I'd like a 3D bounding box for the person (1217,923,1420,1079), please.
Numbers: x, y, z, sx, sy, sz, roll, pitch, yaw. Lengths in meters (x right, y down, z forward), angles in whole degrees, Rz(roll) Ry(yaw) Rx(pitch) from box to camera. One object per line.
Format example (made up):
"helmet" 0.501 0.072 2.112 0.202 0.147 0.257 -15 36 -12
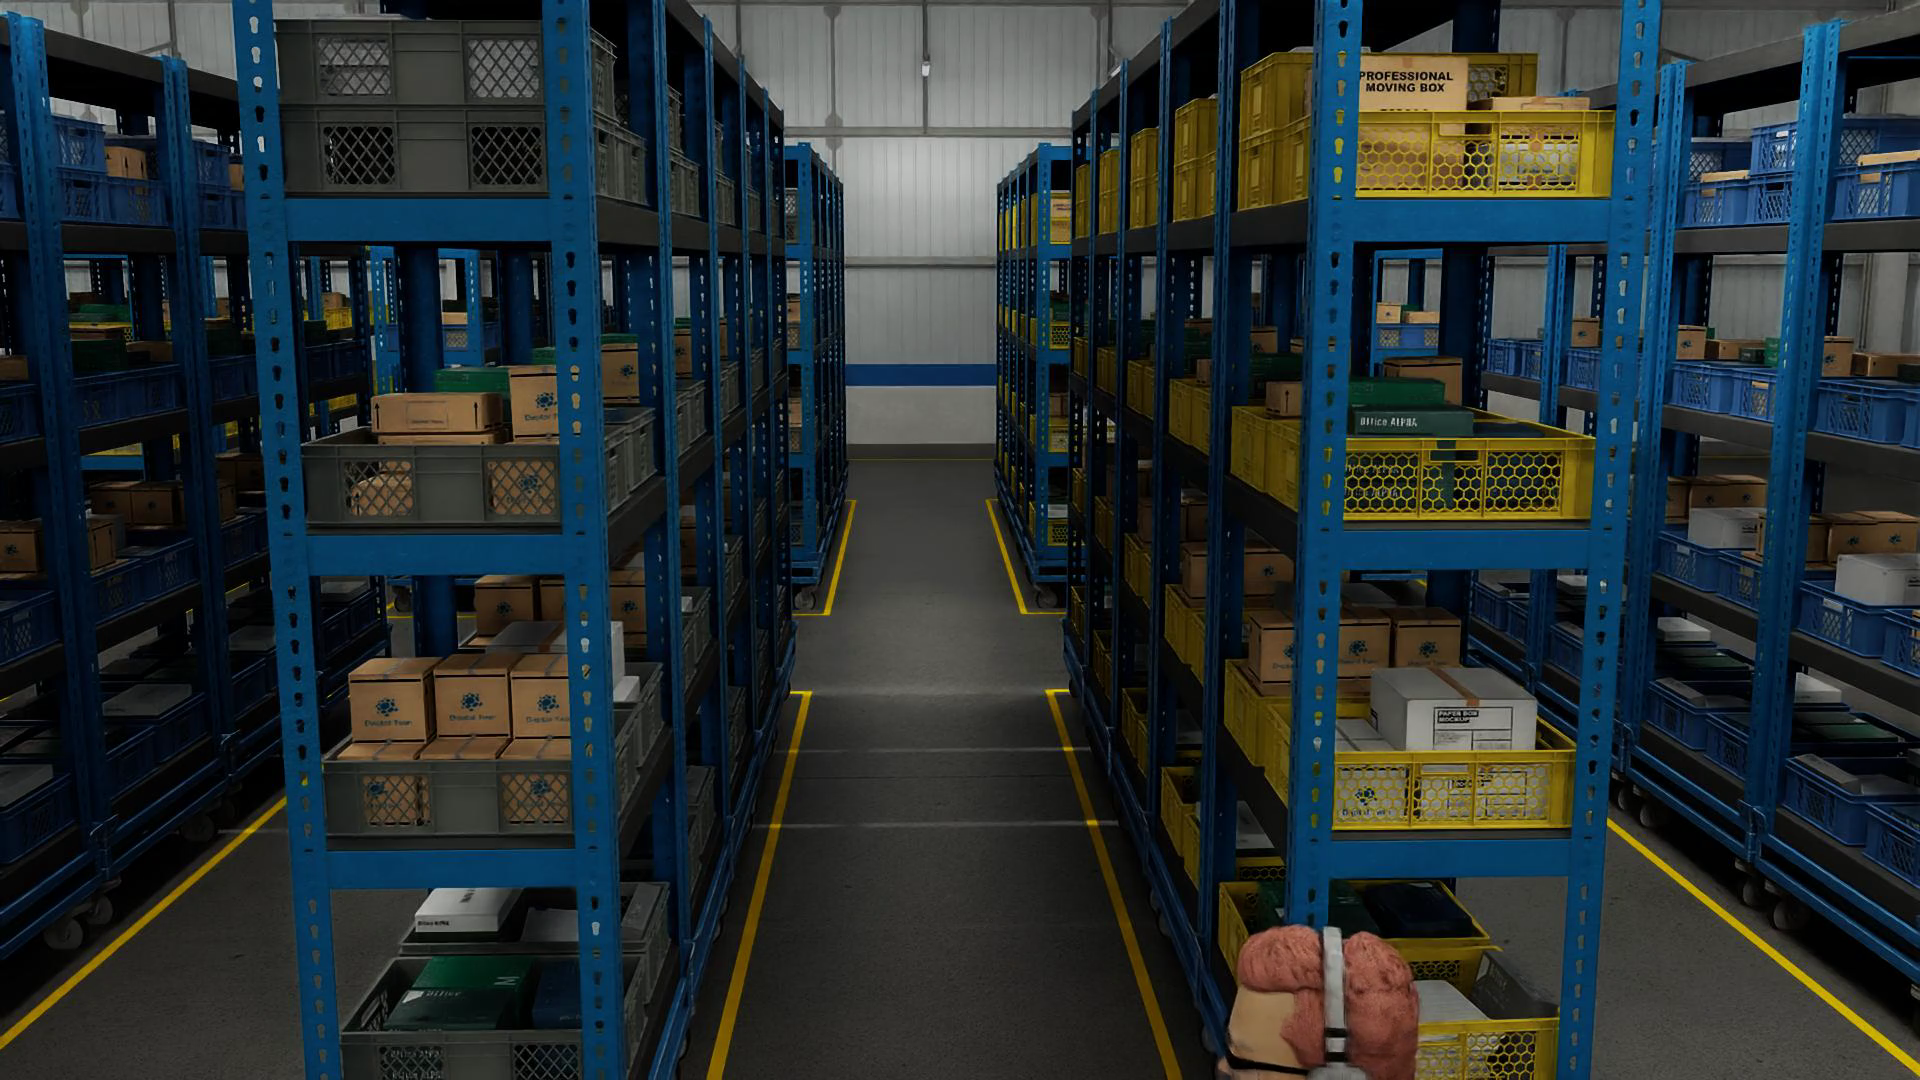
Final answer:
"person" 0.436 1.401 2.113 0.409 1.905 0.651 1 9 3
